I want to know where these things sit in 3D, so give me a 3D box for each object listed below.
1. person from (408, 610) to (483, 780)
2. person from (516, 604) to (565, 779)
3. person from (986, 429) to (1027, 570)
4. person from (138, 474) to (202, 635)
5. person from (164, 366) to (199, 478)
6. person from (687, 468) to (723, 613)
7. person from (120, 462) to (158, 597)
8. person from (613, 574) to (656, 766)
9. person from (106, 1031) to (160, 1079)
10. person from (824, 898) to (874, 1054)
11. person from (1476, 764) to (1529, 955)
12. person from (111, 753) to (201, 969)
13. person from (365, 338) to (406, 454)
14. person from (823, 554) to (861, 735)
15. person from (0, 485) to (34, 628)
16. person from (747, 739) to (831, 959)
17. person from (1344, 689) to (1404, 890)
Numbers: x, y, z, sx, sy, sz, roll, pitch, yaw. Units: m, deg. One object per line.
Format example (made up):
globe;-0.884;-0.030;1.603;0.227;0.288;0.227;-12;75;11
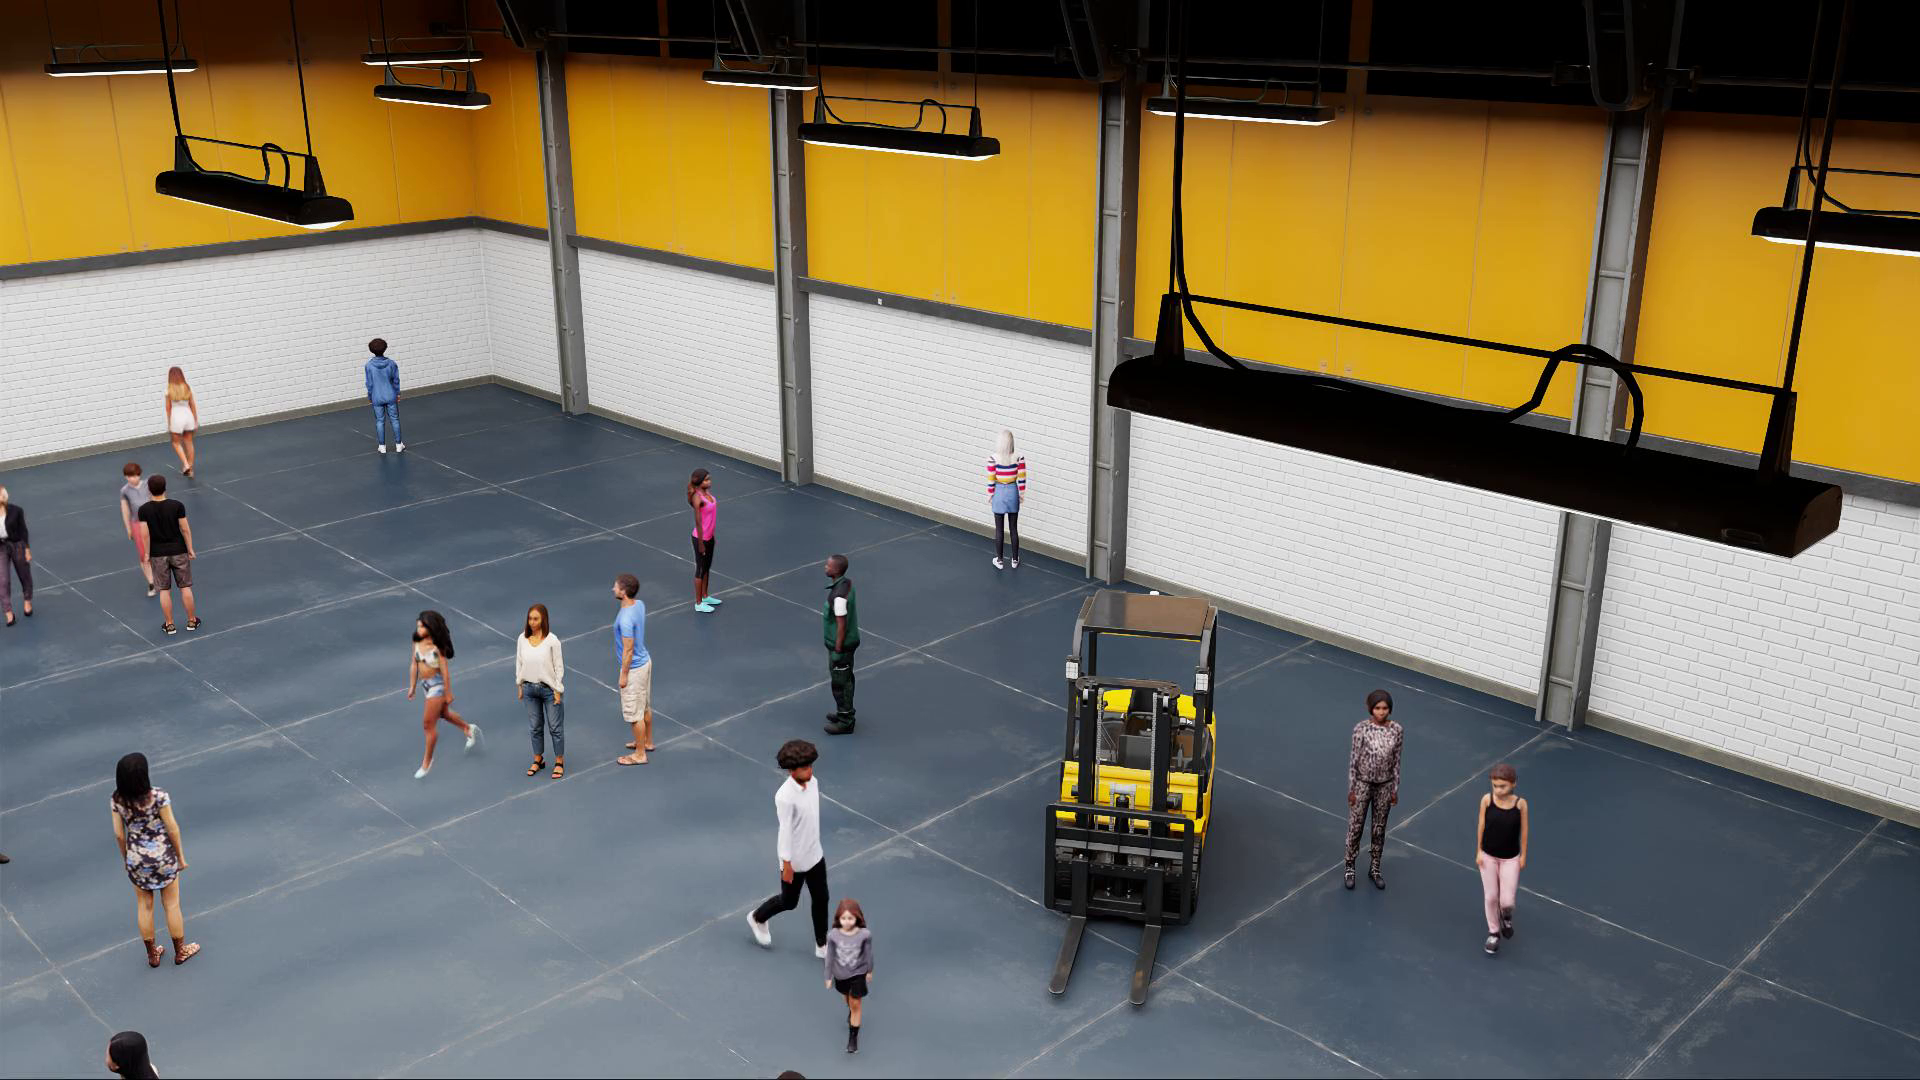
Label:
person;-4.862;1.394;15.590;1.032;1.592;0.731;13;23;34
person;-3.882;1.389;15.465;0.651;1.682;0.756;4;19;12
person;0.581;-0.532;20.970;0.721;1.808;0.746;-2;19;-6
person;-8.986;0.148;18.869;0.754;1.862;0.708;-9;21;-25
person;-11.561;-1.730;24.730;0.640;1.680;0.685;-12;22;-32
person;-3.020;-0.020;19.584;0.698;1.723;0.665;4;19;12
person;-9.877;-0.177;20.193;0.816;1.632;1.049;-9;21;-25
person;-3.082;1.198;15.746;0.781;1.864;0.738;2;19;5
person;-4.464;3.469;9.143;0.862;1.774;0.788;-3;19;-8
person;-0.769;2.987;11.672;0.788;1.074;0.836;1;19;2
person;4.121;2.391;12.706;0.690;1.544;0.713;6;20;17
person;-6.047;2.385;12.427;0.673;1.733;0.716;-2;19;-5
person;-9.060;-2.275;26.146;0.754;1.808;0.721;-6;20;-18
person;-1.166;1.010;16.344;0.834;1.840;0.781;1;19;2
person;-10.940;0.148;19.217;0.832;1.639;1.083;-8;20;-22
person;-1.273;2.328;12.517;1.169;1.783;0.844;10;21;28
person;3.361;2.019;13.544;0.680;1.713;0.742;0;19;1
